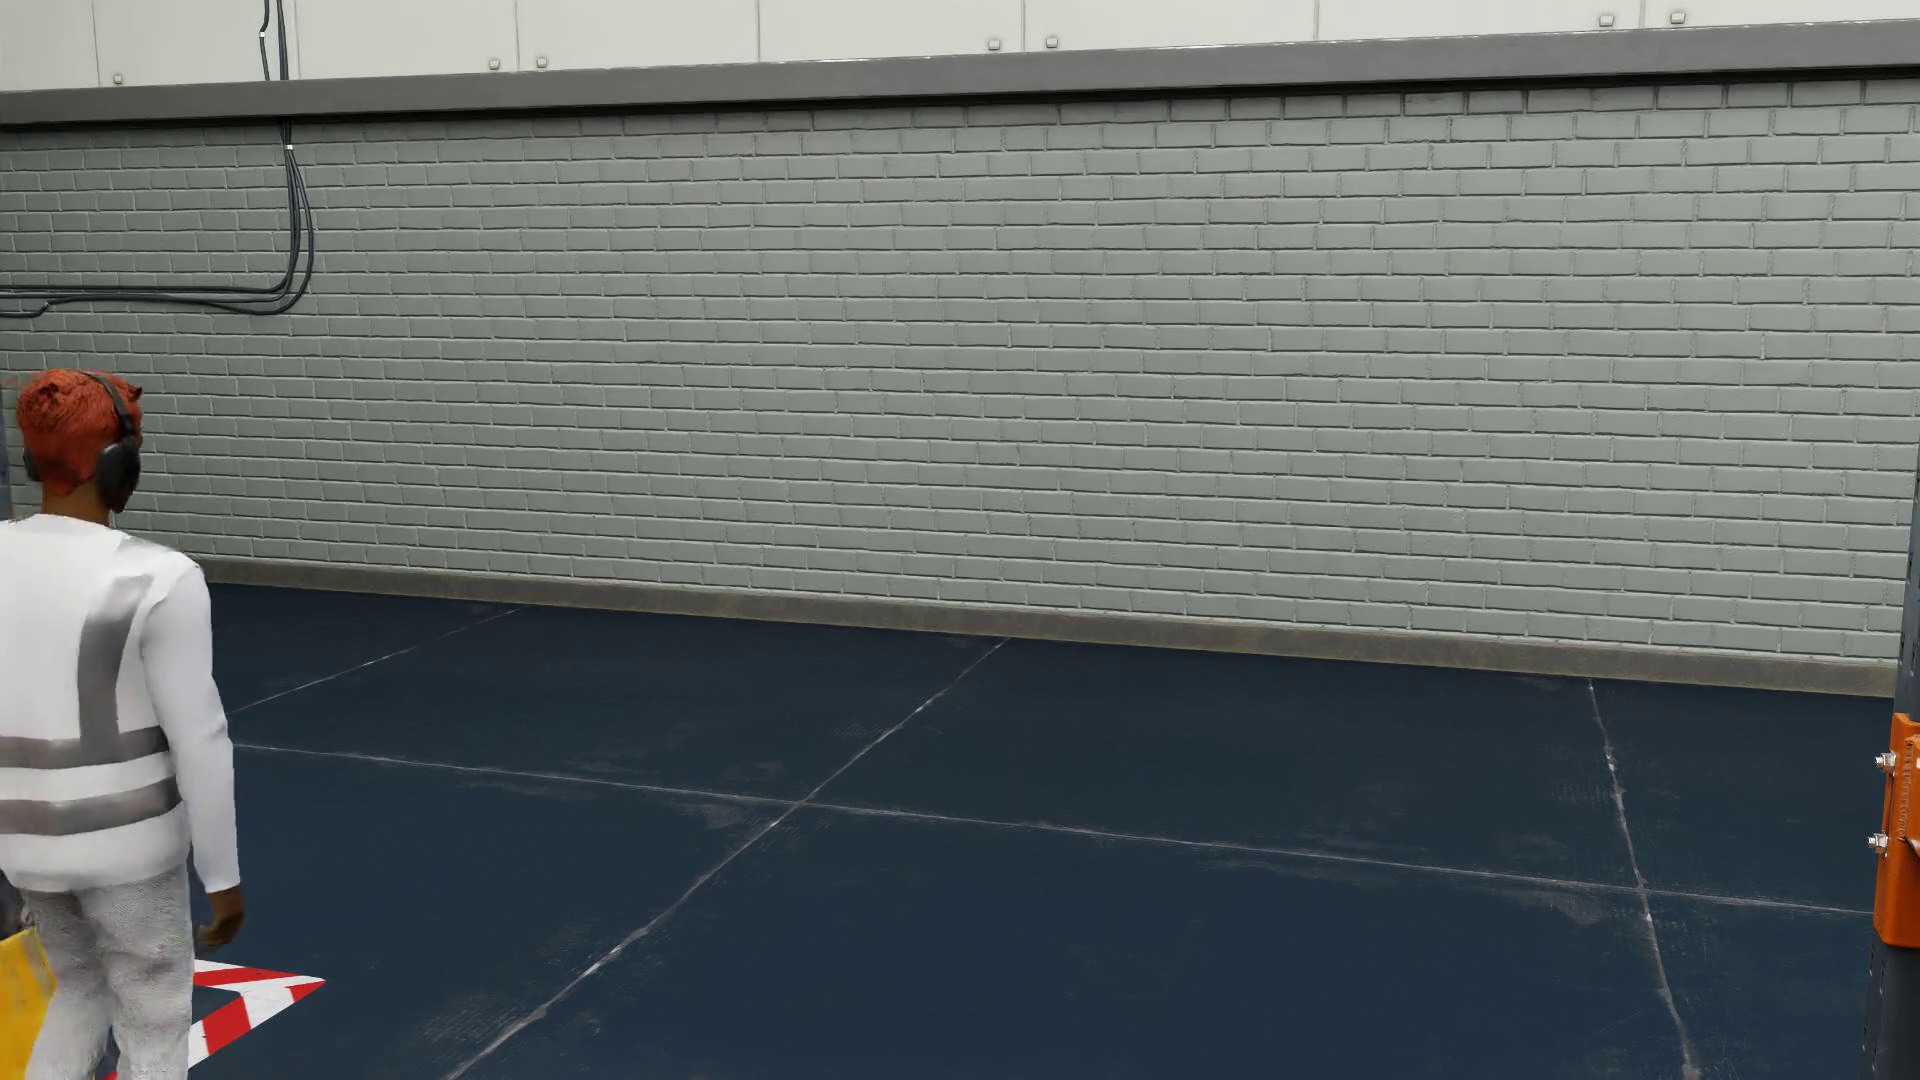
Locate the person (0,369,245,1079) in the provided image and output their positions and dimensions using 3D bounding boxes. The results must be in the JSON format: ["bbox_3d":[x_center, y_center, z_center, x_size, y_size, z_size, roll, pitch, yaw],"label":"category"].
[{"bbox_3d":[-1.683,0.603,3.234,0.605,1.869,0.467,2,10,12],"label":"person"}]
